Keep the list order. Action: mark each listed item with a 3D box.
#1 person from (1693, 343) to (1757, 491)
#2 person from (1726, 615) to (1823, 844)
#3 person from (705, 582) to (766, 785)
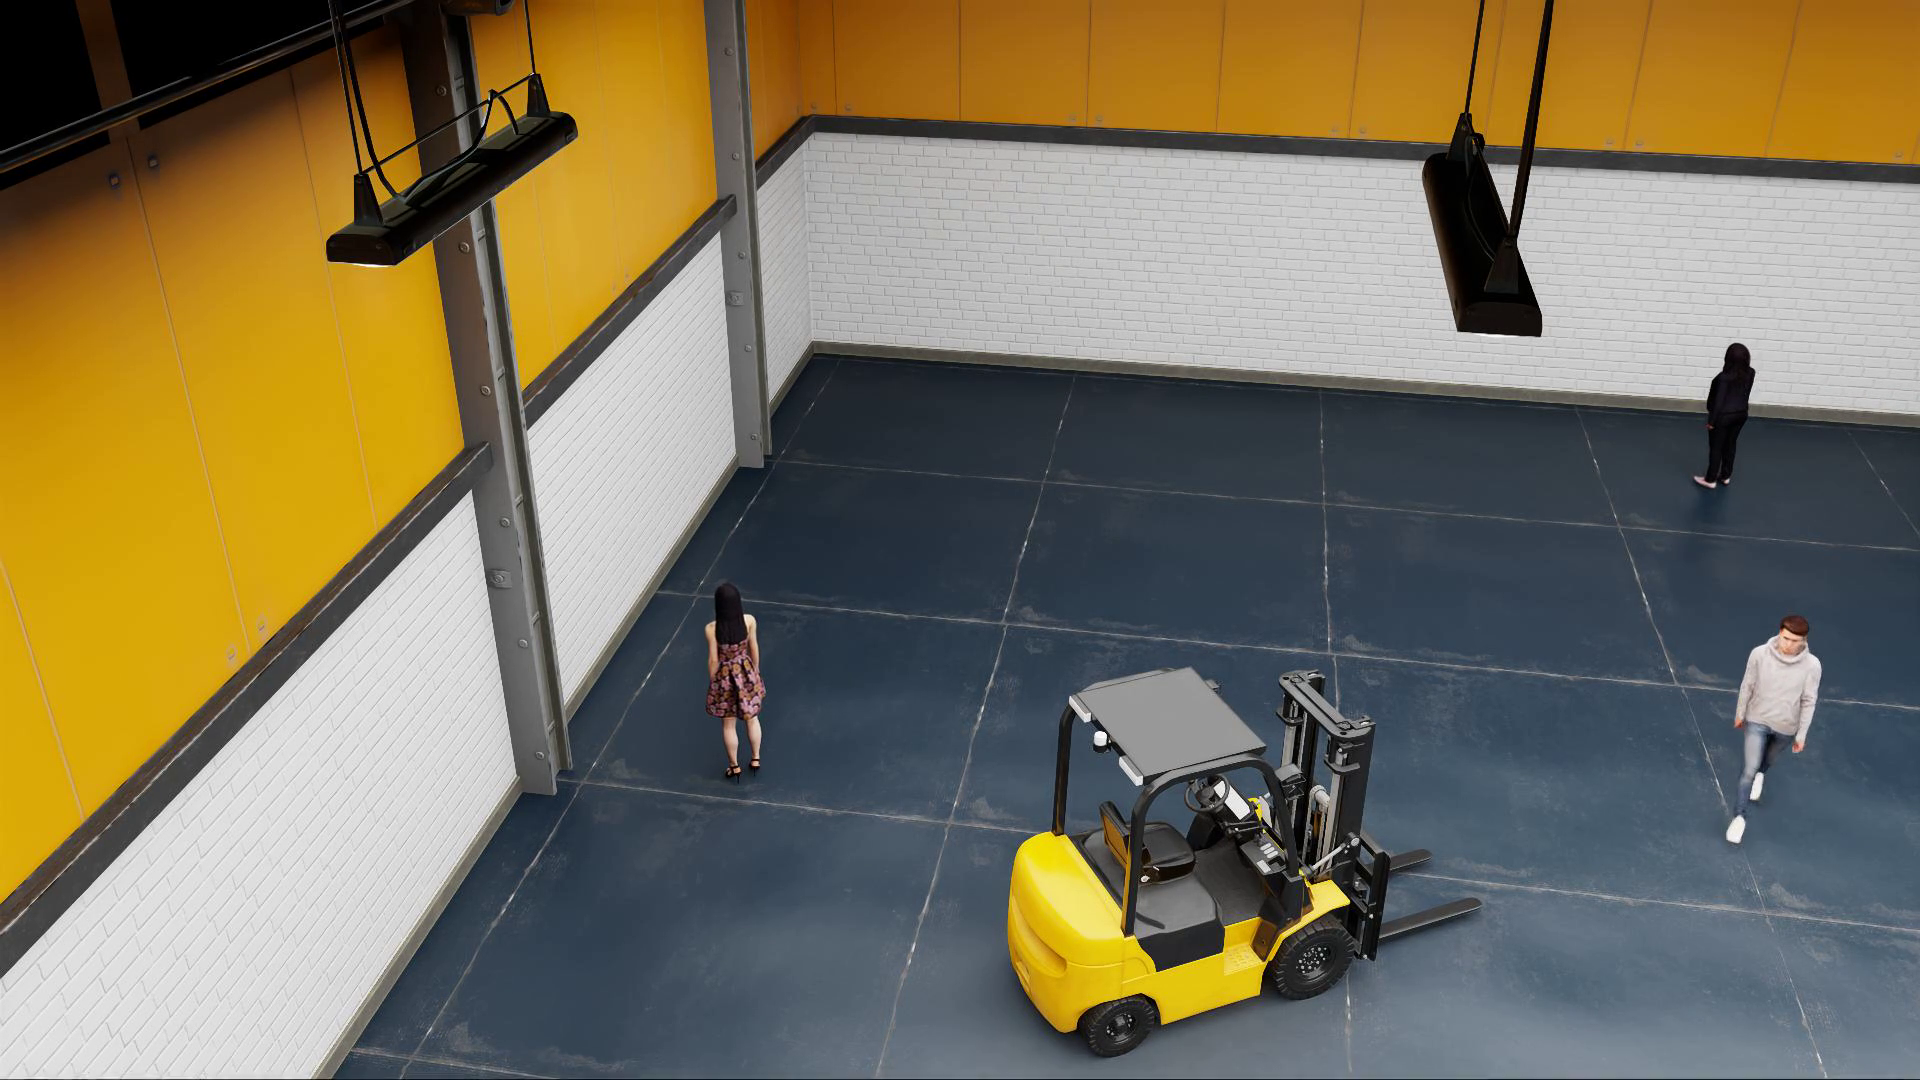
[{"bbox_3d":[8.170,-1.321,17.693,0.773,1.613,0.810,-13,31,-22],"label":"person"},{"bbox_3d":[6.183,1.335,12.614,0.913,1.814,1.312,14,32,24],"label":"person"},{"bbox_3d":[-1.774,1.113,13.063,0.803,1.774,0.851,-14,31,-23],"label":"person"}]
